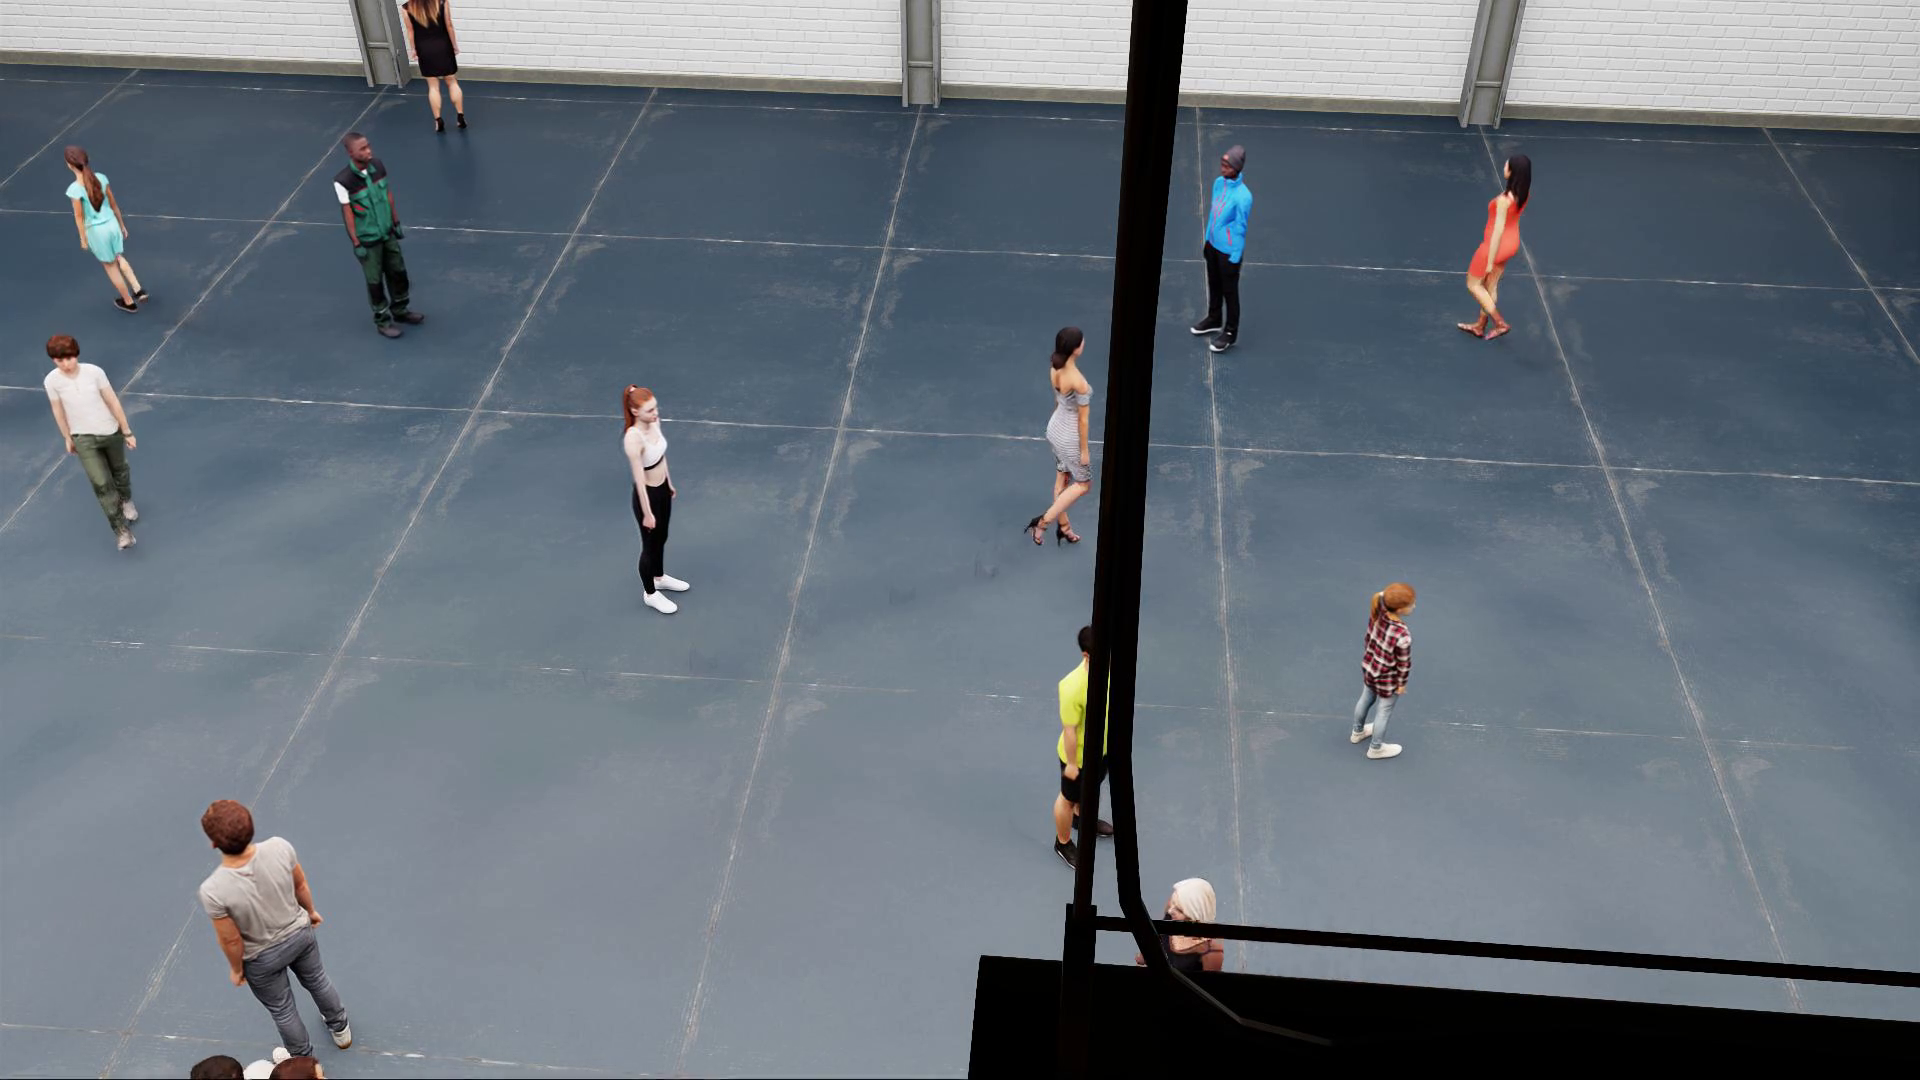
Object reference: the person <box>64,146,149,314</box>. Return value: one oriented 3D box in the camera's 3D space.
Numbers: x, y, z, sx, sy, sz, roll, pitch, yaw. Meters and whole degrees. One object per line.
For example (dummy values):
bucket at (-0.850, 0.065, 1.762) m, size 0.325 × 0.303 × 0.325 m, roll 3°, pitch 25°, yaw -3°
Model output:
person at (-7.317, -2.636, 14.277) m, size 0.671 × 1.552 × 0.633 m, roll 18°, pitch 42°, yaw 21°

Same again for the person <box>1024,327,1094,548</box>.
person at (0.686, -0.658, 11.588) m, size 0.853 × 1.815 × 0.789 m, roll -17°, pitch 42°, yaw -20°

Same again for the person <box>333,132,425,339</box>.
person at (-4.932, -2.570, 13.967) m, size 0.757 × 1.834 × 0.763 m, roll 20°, pitch 43°, yaw 23°

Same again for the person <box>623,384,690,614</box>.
person at (-2.075, -0.292, 11.189) m, size 0.549 × 1.742 × 0.616 m, roll 9°, pitch 39°, yaw 11°

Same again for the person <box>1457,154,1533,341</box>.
person at (4.542, -2.386, 13.839) m, size 0.812 × 1.706 × 0.874 m, roll -29°, pitch 47°, yaw -31°

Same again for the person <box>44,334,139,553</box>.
person at (-6.183, -0.790, 11.903) m, size 1.054 × 1.628 × 1.029 m, roll -20°, pitch 43°, yaw -24°

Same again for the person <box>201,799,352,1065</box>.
person at (-3.393, 1.975, 8.225) m, size 0.743 × 1.899 × 0.739 m, roll 24°, pitch 45°, yaw 27°

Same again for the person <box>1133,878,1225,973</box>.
person at (1.185, 2.193, 8.112) m, size 1.135 × 1.697 × 0.864 m, roll -10°, pitch 40°, yaw -12°

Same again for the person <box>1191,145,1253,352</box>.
person at (2.224, -2.446, 13.843) m, size 0.713 × 1.795 × 0.695 m, roll -18°, pitch 42°, yaw -21°

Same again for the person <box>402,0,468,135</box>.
person at (-5.402, -5.033, 17.149) m, size 0.670 × 1.712 × 0.787 m, roll -12°, pitch 40°, yaw -14°

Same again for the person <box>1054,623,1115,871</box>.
person at (0.708, 1.132, 9.433) m, size 0.706 × 1.708 × 0.705 m, roll 24°, pitch 44°, yaw 27°

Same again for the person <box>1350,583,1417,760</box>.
person at (2.591, 0.792, 10.180) m, size 0.632 × 1.306 × 0.606 m, roll -16°, pitch 41°, yaw -19°
